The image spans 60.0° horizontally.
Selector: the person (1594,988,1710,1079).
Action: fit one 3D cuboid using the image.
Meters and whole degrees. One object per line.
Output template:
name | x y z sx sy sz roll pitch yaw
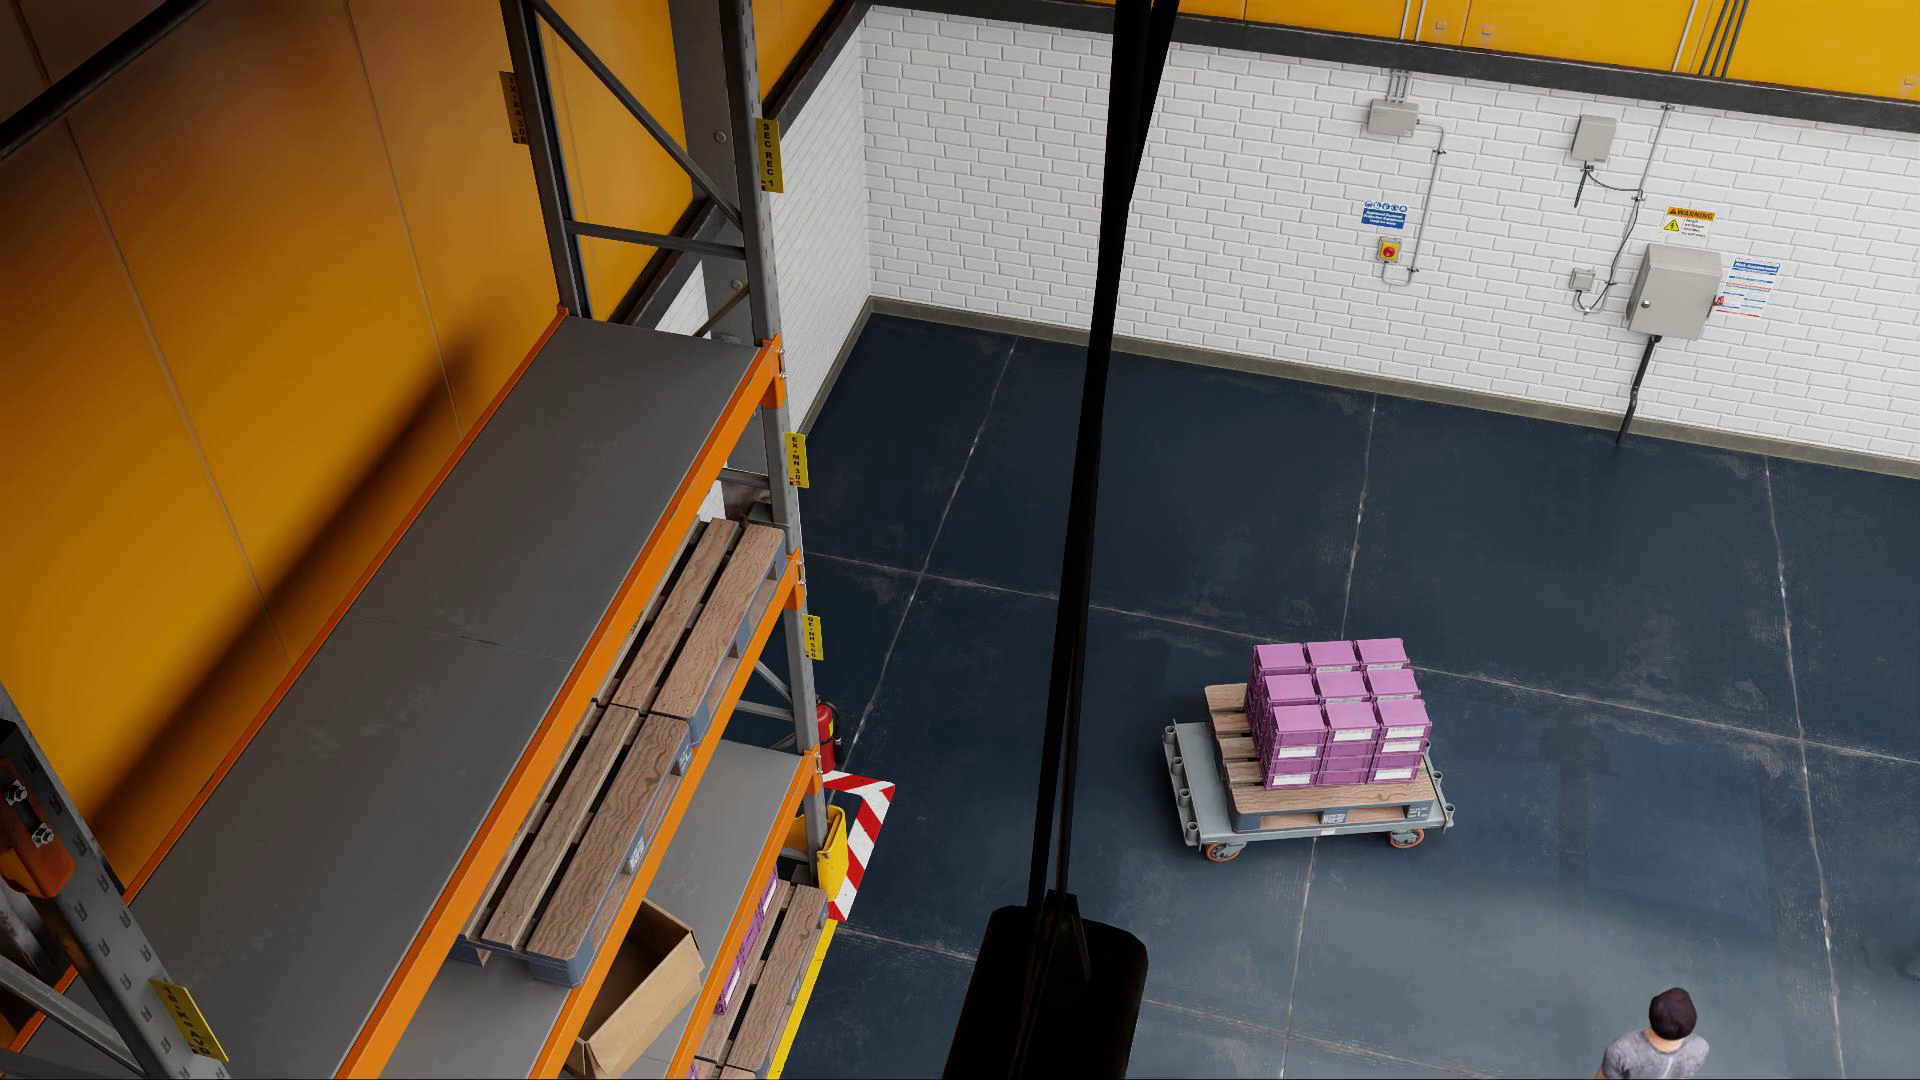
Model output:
person | 3.227 2.748 8.035 0.722 1.873 0.683 -3 44 -3
